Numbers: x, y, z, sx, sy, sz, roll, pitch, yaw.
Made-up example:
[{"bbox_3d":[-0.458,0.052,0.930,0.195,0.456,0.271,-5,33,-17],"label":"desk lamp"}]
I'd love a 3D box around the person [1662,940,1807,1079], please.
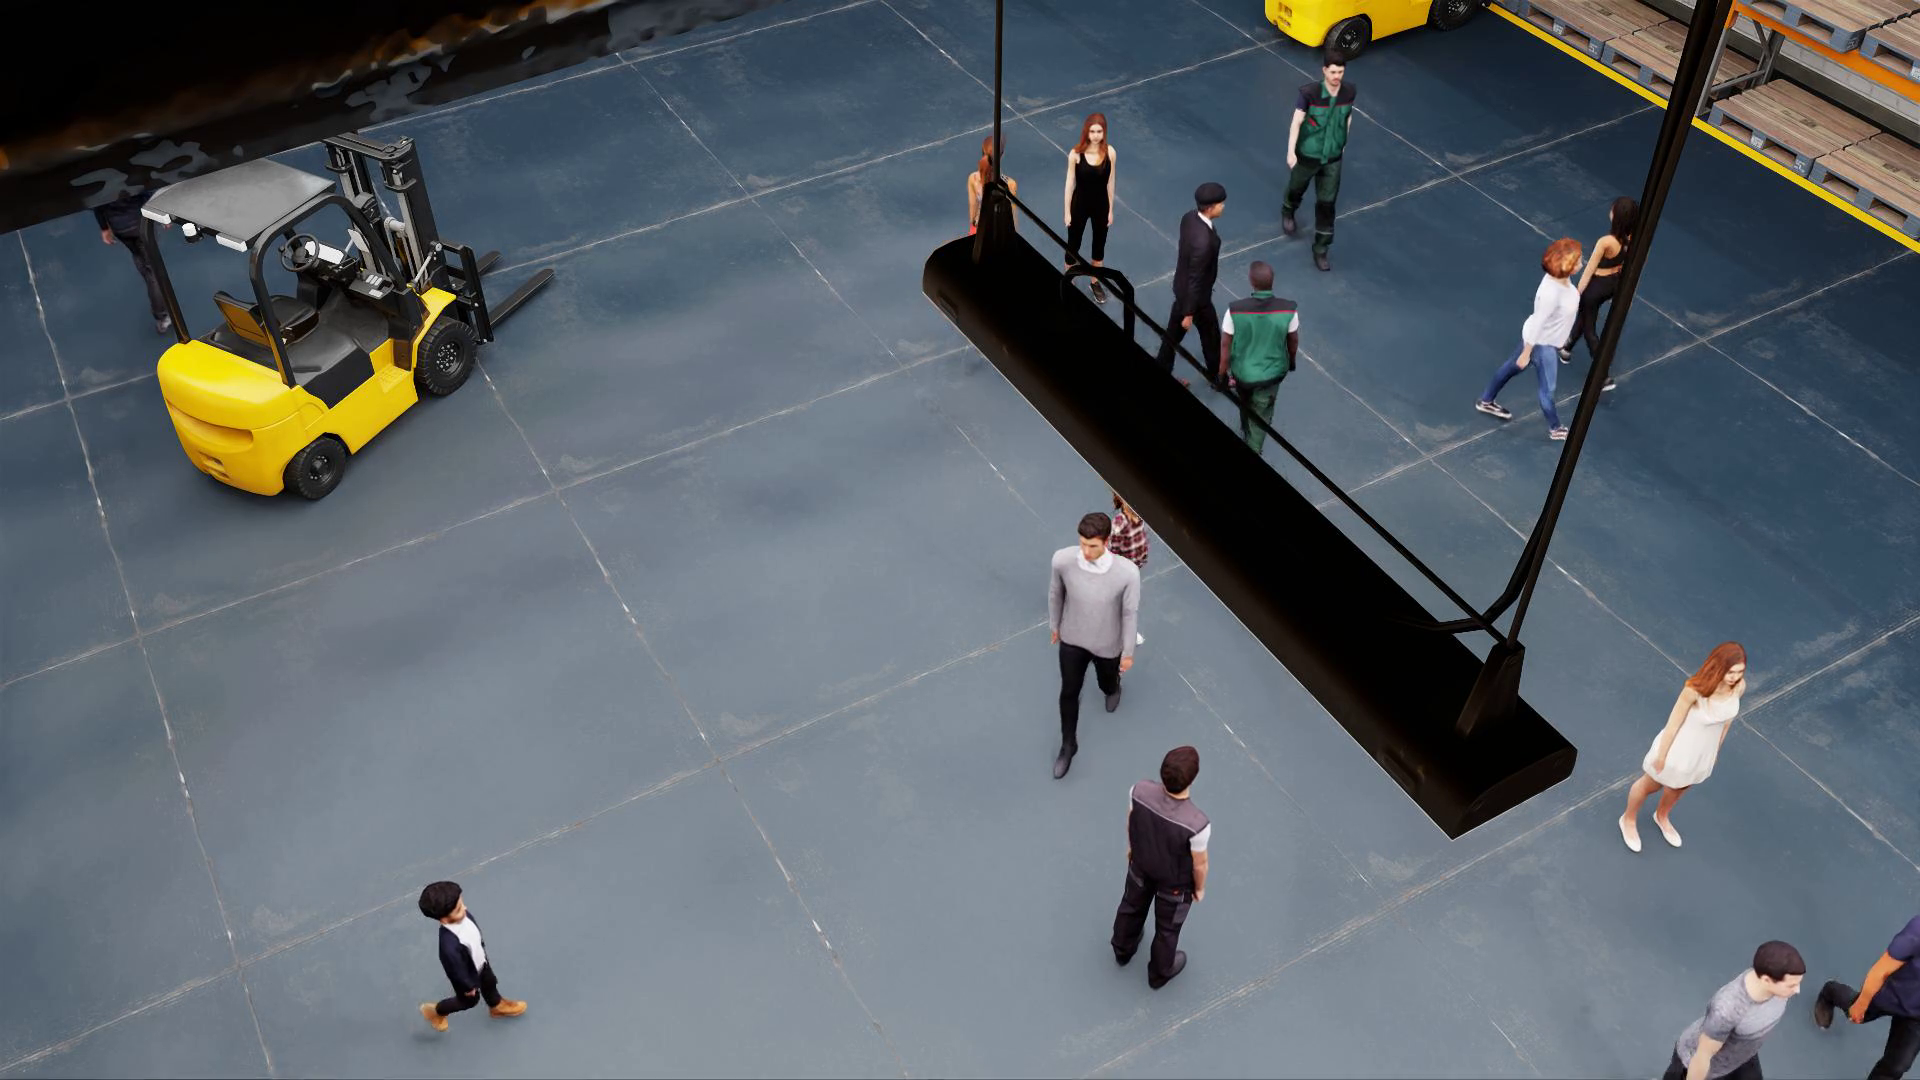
[{"bbox_3d":[3.664,2.454,8.215,0.724,1.854,0.795,-17,46,-17],"label":"person"}]

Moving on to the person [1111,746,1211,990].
[{"bbox_3d":[1.084,1.762,8.947,0.645,1.846,0.783,28,50,27],"label":"person"}]

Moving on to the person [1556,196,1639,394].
[{"bbox_3d":[5.022,-1.889,12.945,0.642,1.617,1.077,-17,46,-17],"label":"person"}]

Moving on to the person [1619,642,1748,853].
[{"bbox_3d":[4.223,1.181,9.656,0.628,1.709,0.620,-7,44,-7],"label":"person"}]

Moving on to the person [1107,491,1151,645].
[{"bbox_3d":[1.052,0.096,11.093,0.709,1.299,0.656,25,49,24],"label":"person"}]

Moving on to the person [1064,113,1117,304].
[{"bbox_3d":[1.074,-2.750,13.771,0.634,1.726,0.634,-4,44,-4],"label":"person"}]

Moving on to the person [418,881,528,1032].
[{"bbox_3d":[-2.698,2.254,8.890,0.768,1.212,0.783,-1,44,-1],"label":"person"}]

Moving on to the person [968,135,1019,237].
[{"bbox_3d":[0.221,-2.360,13.330,0.969,1.768,1.003,13,45,14],"label":"person"}]

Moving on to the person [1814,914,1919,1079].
[{"bbox_3d":[4.798,2.250,8.501,1.137,1.754,1.231,10,44,10],"label":"person"}]

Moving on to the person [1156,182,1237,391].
[{"bbox_3d":[1.703,-1.903,12.789,1.011,1.852,1.057,-4,44,-5],"label":"person"}]

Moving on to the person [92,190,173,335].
[{"bbox_3d":[-6.685,-2.482,13.404,0.874,1.843,1.054,-5,44,-5],"label":"person"}]

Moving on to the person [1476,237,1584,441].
[{"bbox_3d":[4.284,-1.547,12.544,1.193,1.676,1.030,20,47,19],"label":"person"}]

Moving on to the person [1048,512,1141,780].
[{"bbox_3d":[0.848,0.527,10.187,1.190,1.925,1.237,12,45,13],"label":"person"}]

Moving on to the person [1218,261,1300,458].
[{"bbox_3d":[2.147,-1.124,12.025,1.234,1.779,1.281,12,45,12],"label":"person"}]

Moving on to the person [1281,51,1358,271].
[{"bbox_3d":[3.050,-3.361,14.319,1.039,1.854,1.340,-5,44,-5],"label":"person"}]
